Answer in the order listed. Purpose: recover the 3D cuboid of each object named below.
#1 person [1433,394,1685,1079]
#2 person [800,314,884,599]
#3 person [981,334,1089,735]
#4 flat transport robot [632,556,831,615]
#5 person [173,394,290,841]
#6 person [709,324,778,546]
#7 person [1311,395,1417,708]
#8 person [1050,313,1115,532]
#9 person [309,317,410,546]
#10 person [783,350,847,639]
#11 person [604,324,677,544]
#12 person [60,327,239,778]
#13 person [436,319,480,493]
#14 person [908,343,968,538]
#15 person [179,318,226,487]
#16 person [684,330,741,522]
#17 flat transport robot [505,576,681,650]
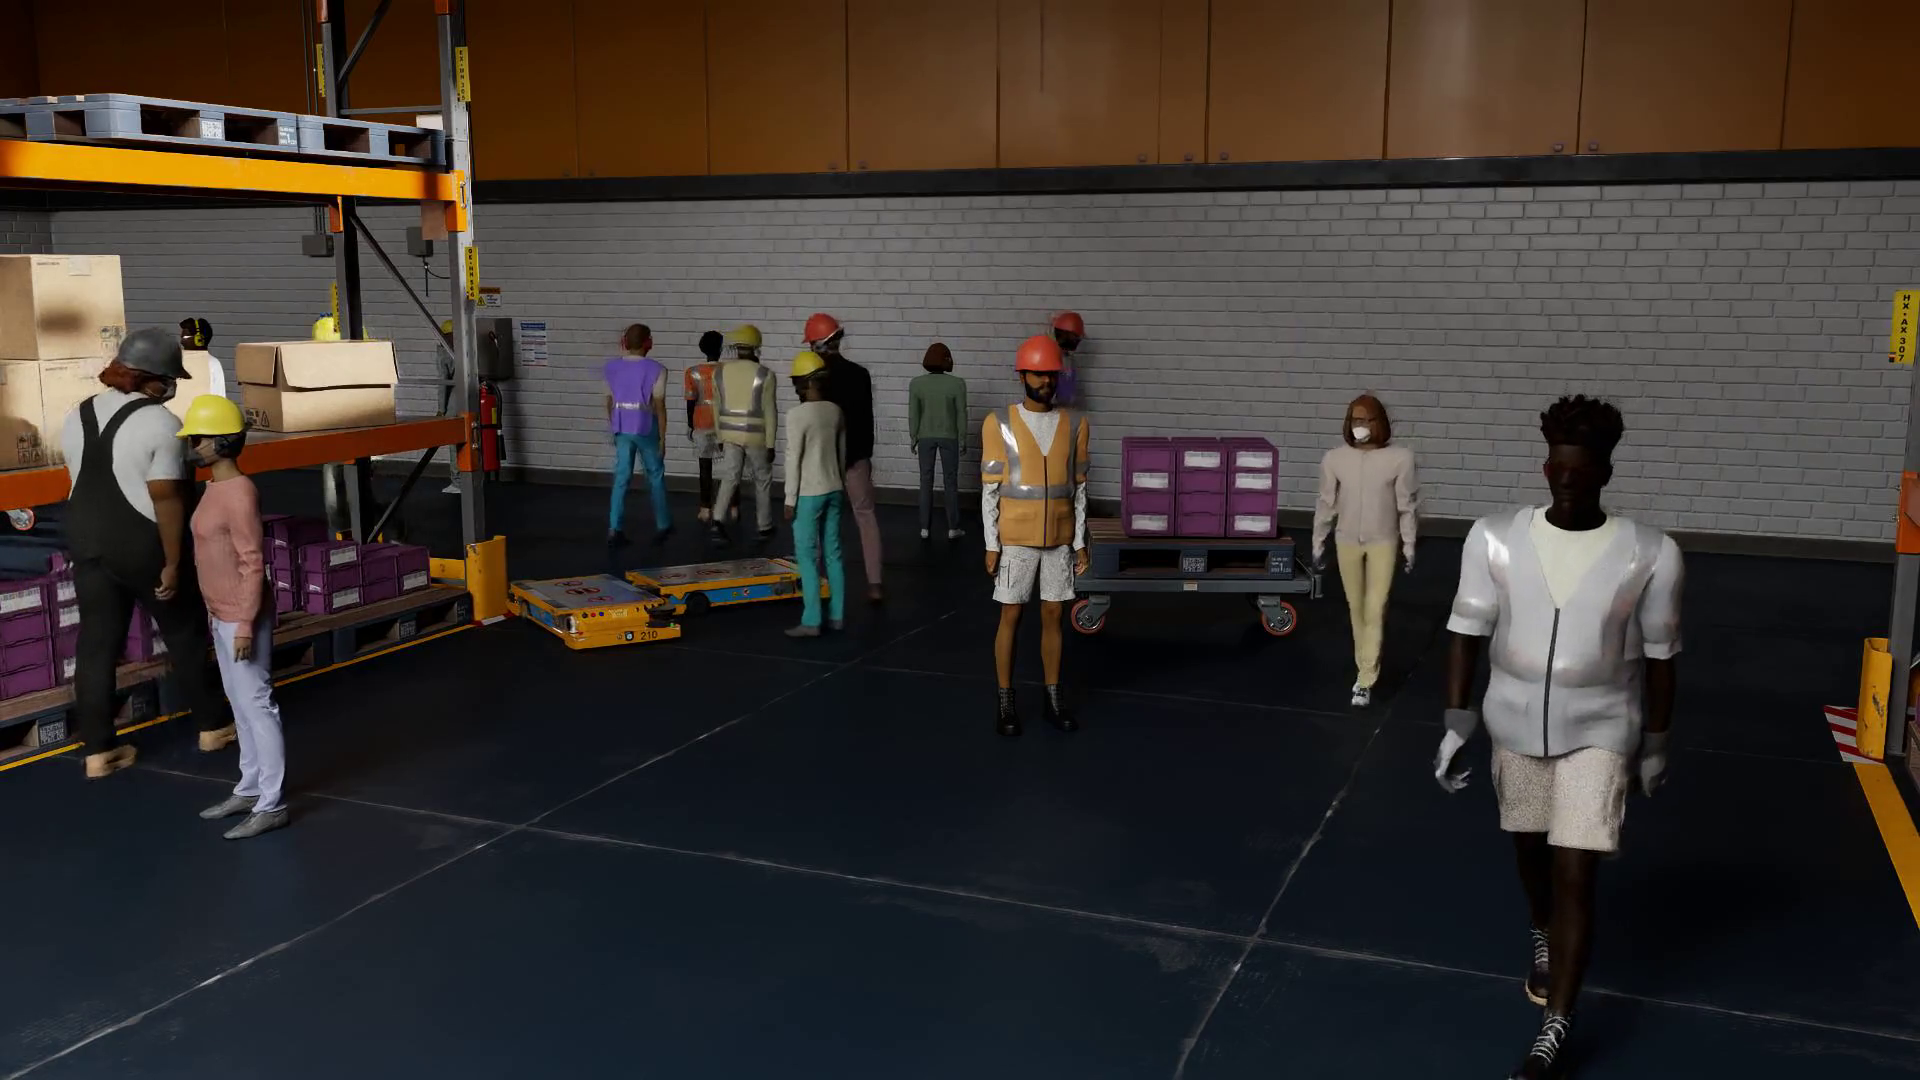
[{"bbox_3d":[1.734,0.531,4.811,0.611,1.924,0.990,6,11,32],"label":"person"},{"bbox_3d":[-0.875,-0.578,11.464,0.687,1.927,0.994,-8,12,-39],"label":"person"},{"bbox_3d":[0.375,-0.021,8.072,0.545,1.942,0.354,-3,10,-16],"label":"person"},{"bbox_3d":[-1.586,0.299,11.179,1.431,0.197,0.652,-6,11,-31],"label":"flat transport robot"},{"bbox_3d":[-2.903,0.304,6.630,0.320,1.769,0.523,-7,12,-35],"label":"person"},{"bbox_3d":[-1.763,-0.844,13.521,0.601,1.804,0.867,3,10,15],"label":"person"},{"bbox_3d":[2.067,0.060,8.606,0.519,1.591,0.809,5,11,28],"label":"person"},{"bbox_3d":[0.879,-0.999,14.217,1.030,1.859,0.537,9,13,44],"label":"person"},{"bbox_3d":[-4.457,-0.691,12.244,0.597,1.905,0.705,5,11,29],"label":"person"},{"bbox_3d":[-0.903,-0.280,10.213,0.362,1.755,0.524,6,11,34],"label":"person"},{"bbox_3d":[-2.659,-0.873,13.684,0.574,1.807,0.958,2,10,13],"label":"person"},{"bbox_3d":[-3.680,0.011,7.575,0.710,2.000,0.908,3,10,15],"label":"person"},{"bbox_3d":[-5.033,-1.338,16.661,0.304,1.740,0.484,7,12,37],"label":"person"},{"bbox_3d":[-0.182,-0.823,13.863,0.501,1.631,0.285,2,10,12],"label":"person"},{"bbox_3d":[-5.996,-0.838,13.275,0.316,1.861,0.514,-4,10,-23],"label":"person"},{"bbox_3d":[-2.176,-1.006,14.766,0.536,1.699,0.322,-3,10,-15],"label":"person"},{"bbox_3d":[-2.323,0.426,10.413,0.652,0.197,1.431,-6,11,-31],"label":"flat transport robot"}]
